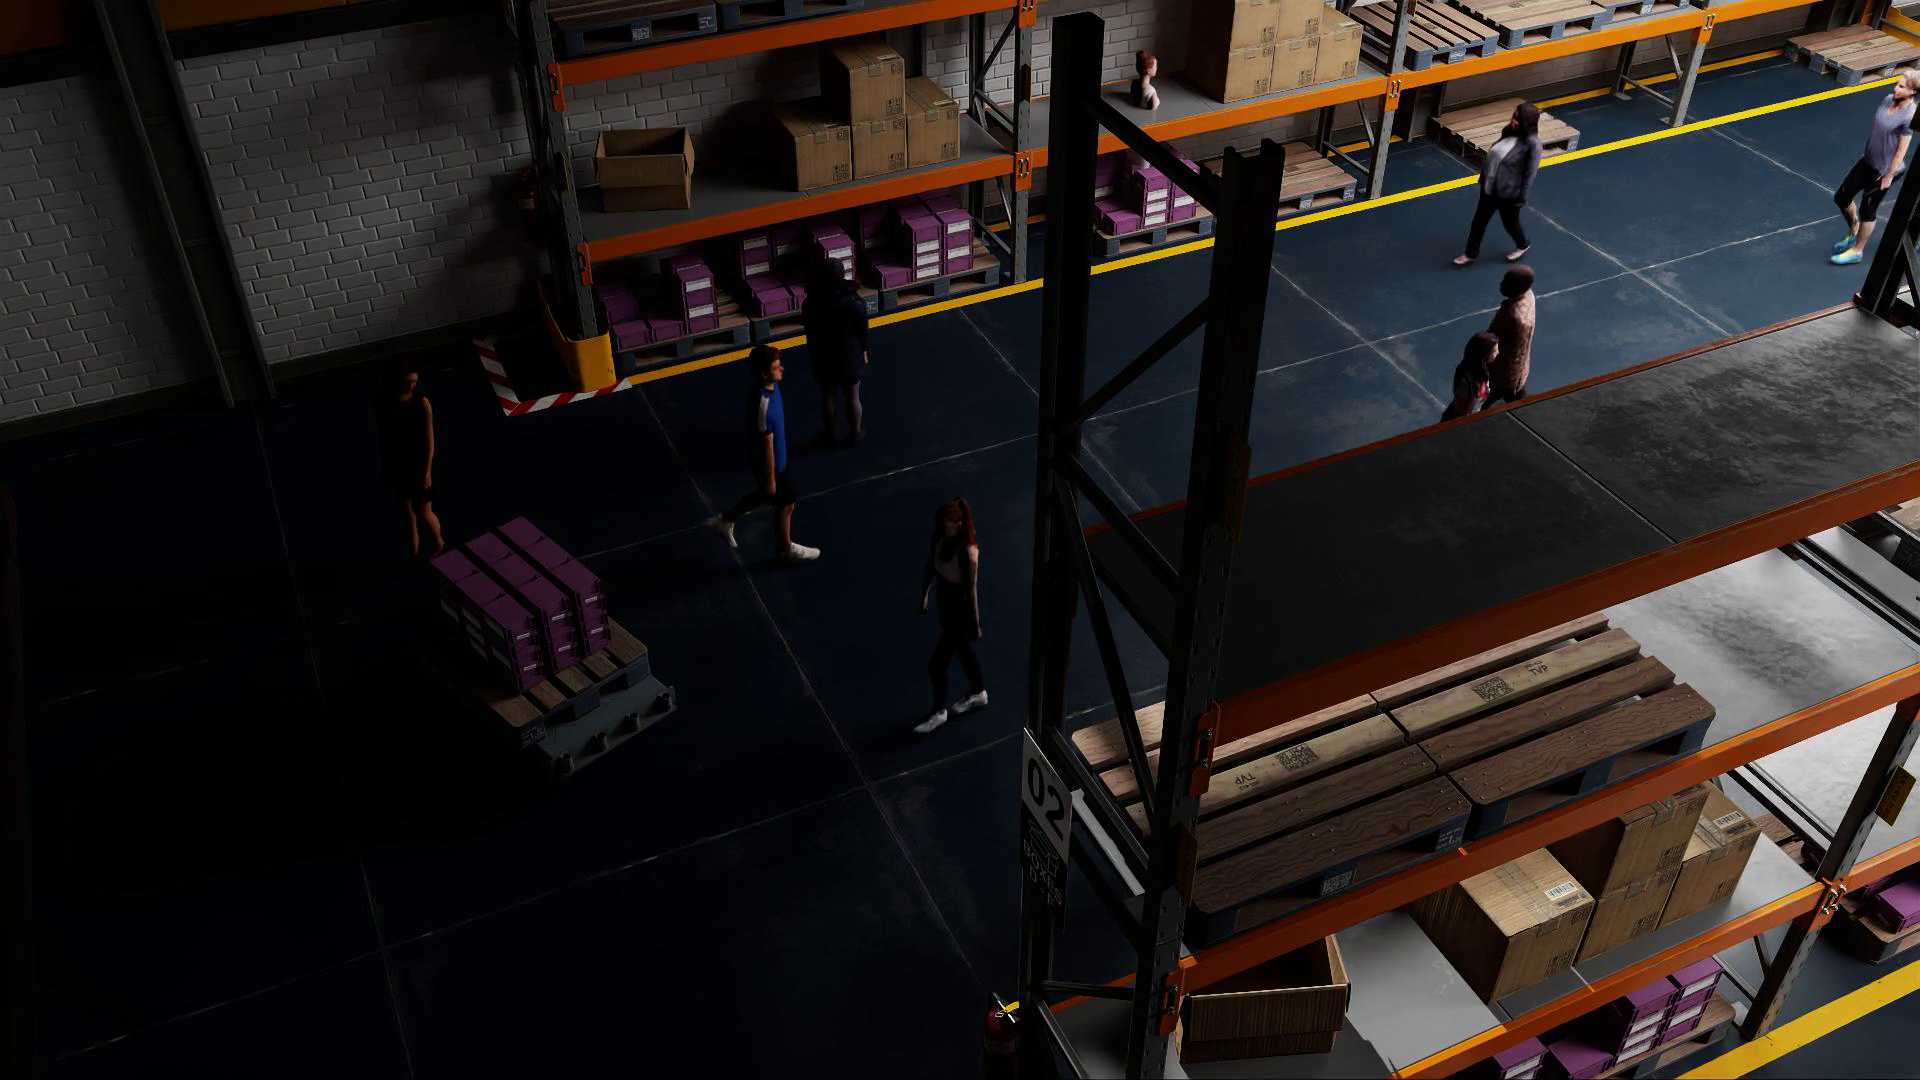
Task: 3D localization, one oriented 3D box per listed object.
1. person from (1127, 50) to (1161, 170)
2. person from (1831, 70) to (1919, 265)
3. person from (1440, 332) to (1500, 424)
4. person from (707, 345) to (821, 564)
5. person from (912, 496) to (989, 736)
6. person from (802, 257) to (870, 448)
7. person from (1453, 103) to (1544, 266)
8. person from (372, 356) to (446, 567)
[{"bbox_3d":[1.684,-3.766,15.726,0.500,1.794,0.556,-18,42,-21],"label":"person"},{"bbox_3d":[8.480,-3.404,15.207,0.770,1.875,0.775,-4,39,-5],"label":"person"},{"bbox_3d":[3.591,-0.838,12.216,0.850,1.597,0.779,6,39,7],"label":"person"},{"bbox_3d":[-1.433,-0.574,11.687,1.122,1.846,0.875,-4,39,-5],"label":"person"},{"bbox_3d":[0.047,0.432,10.523,0.831,1.725,0.650,-19,42,-22],"label":"person"},{"bbox_3d":[-0.952,-1.452,12.925,0.752,1.673,0.846,3,39,3],"label":"person"},{"bbox_3d":[5.066,-3.240,15.245,1.005,1.571,0.661,-16,41,-19],"label":"person"},{"bbox_3d":[-3.783,-0.524,11.665,0.732,1.795,0.821,13,40,15],"label":"person"}]
